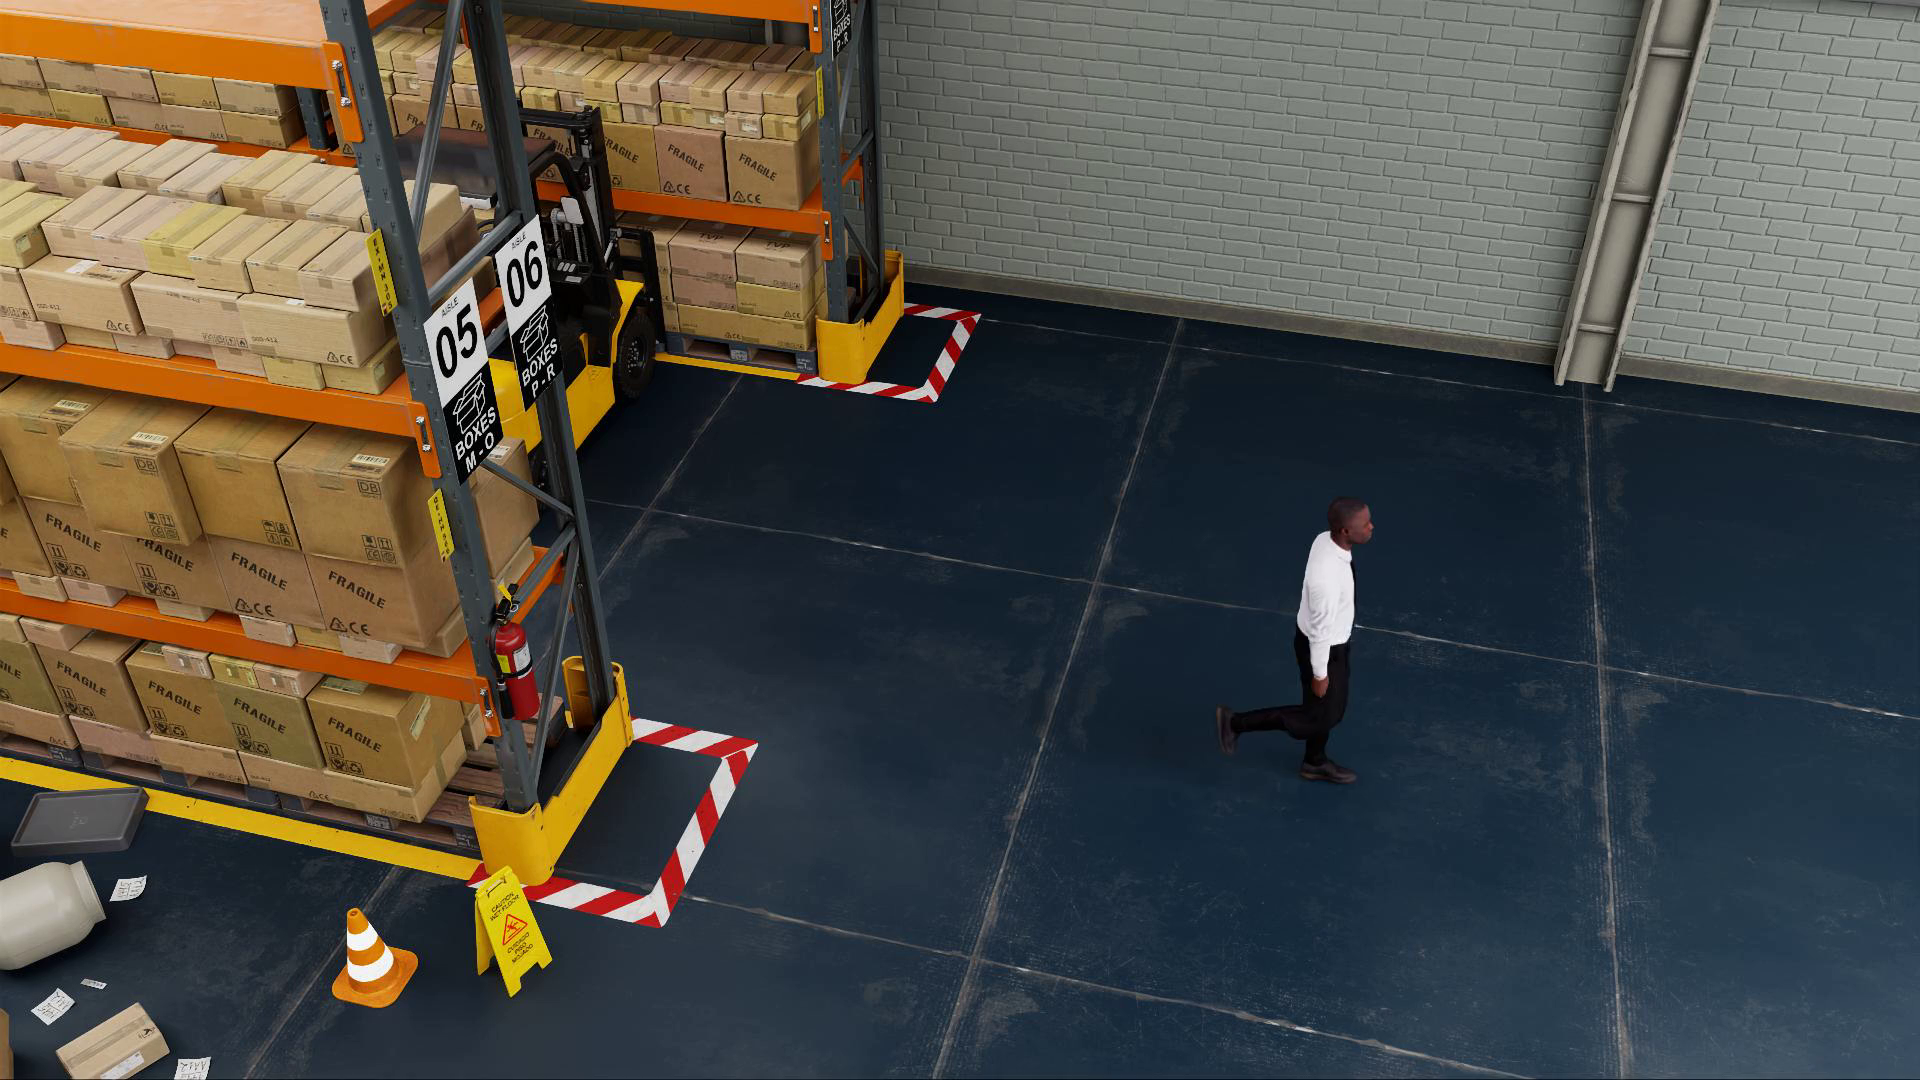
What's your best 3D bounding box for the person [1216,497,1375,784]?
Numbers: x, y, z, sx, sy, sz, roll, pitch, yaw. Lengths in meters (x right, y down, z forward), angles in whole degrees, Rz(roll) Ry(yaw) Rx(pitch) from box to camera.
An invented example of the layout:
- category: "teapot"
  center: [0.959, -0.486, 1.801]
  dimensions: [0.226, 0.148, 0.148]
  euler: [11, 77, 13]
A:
- category: "person"
  center: [1.744, 0.546, 8.464]
  dimensions: [0.995, 1.818, 0.667]
  euler: [10, 38, 13]
